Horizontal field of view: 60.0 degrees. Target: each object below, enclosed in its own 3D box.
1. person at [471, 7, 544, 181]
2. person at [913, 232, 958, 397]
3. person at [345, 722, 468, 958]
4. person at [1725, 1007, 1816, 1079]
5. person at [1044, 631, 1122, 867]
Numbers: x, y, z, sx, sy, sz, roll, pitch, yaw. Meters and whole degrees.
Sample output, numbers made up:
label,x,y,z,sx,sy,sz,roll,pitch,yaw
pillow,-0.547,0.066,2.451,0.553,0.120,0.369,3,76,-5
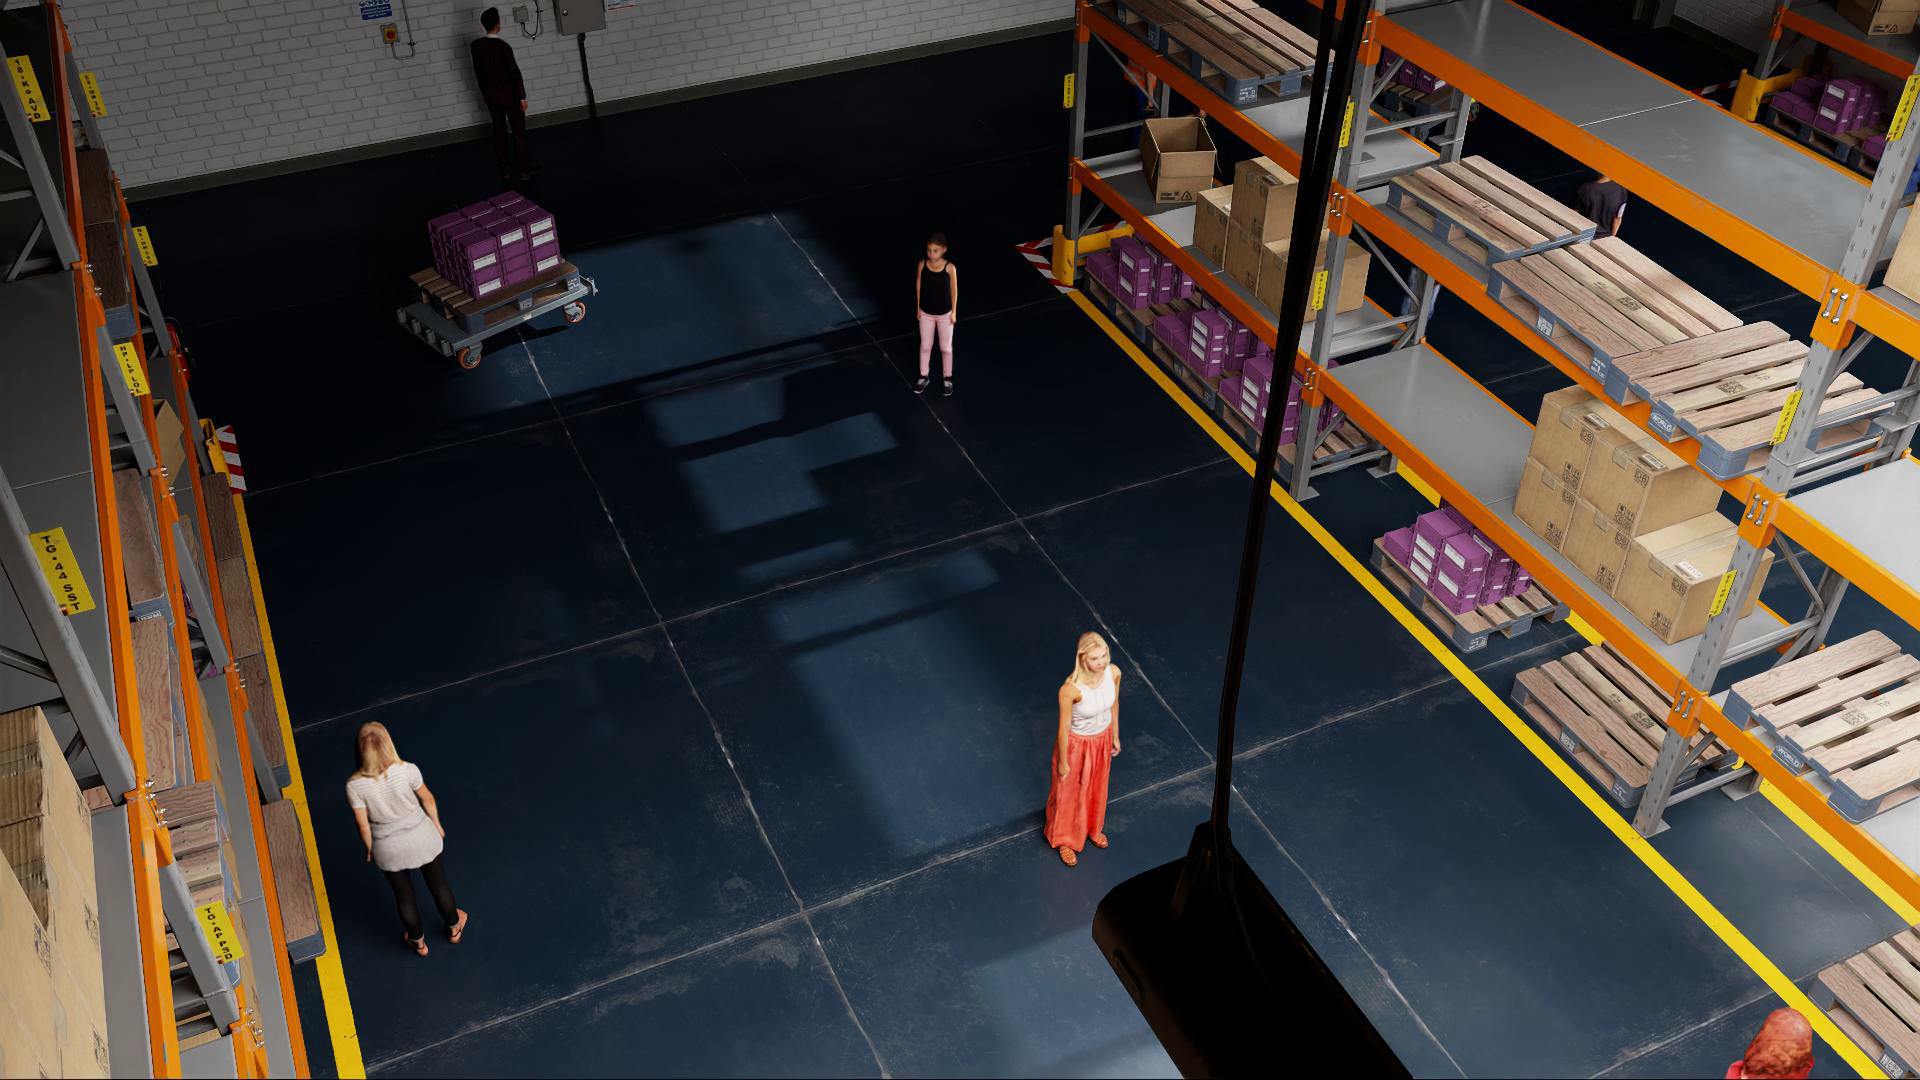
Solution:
label,x,y,z,sx,sy,sz,roll,pitch,yaw
person,-4.866,-4.740,17.724,0.777,1.865,0.821,10,40,12
person,-0.208,-1.987,14.518,0.620,1.564,0.663,7,39,9
person,-3.217,1.744,9.636,0.599,1.826,0.515,-16,41,-19
person,3.888,2.991,8.112,0.688,1.779,1.154,-13,40,-15
person,0.770,1.259,10.262,0.663,1.803,0.622,-23,44,-26
